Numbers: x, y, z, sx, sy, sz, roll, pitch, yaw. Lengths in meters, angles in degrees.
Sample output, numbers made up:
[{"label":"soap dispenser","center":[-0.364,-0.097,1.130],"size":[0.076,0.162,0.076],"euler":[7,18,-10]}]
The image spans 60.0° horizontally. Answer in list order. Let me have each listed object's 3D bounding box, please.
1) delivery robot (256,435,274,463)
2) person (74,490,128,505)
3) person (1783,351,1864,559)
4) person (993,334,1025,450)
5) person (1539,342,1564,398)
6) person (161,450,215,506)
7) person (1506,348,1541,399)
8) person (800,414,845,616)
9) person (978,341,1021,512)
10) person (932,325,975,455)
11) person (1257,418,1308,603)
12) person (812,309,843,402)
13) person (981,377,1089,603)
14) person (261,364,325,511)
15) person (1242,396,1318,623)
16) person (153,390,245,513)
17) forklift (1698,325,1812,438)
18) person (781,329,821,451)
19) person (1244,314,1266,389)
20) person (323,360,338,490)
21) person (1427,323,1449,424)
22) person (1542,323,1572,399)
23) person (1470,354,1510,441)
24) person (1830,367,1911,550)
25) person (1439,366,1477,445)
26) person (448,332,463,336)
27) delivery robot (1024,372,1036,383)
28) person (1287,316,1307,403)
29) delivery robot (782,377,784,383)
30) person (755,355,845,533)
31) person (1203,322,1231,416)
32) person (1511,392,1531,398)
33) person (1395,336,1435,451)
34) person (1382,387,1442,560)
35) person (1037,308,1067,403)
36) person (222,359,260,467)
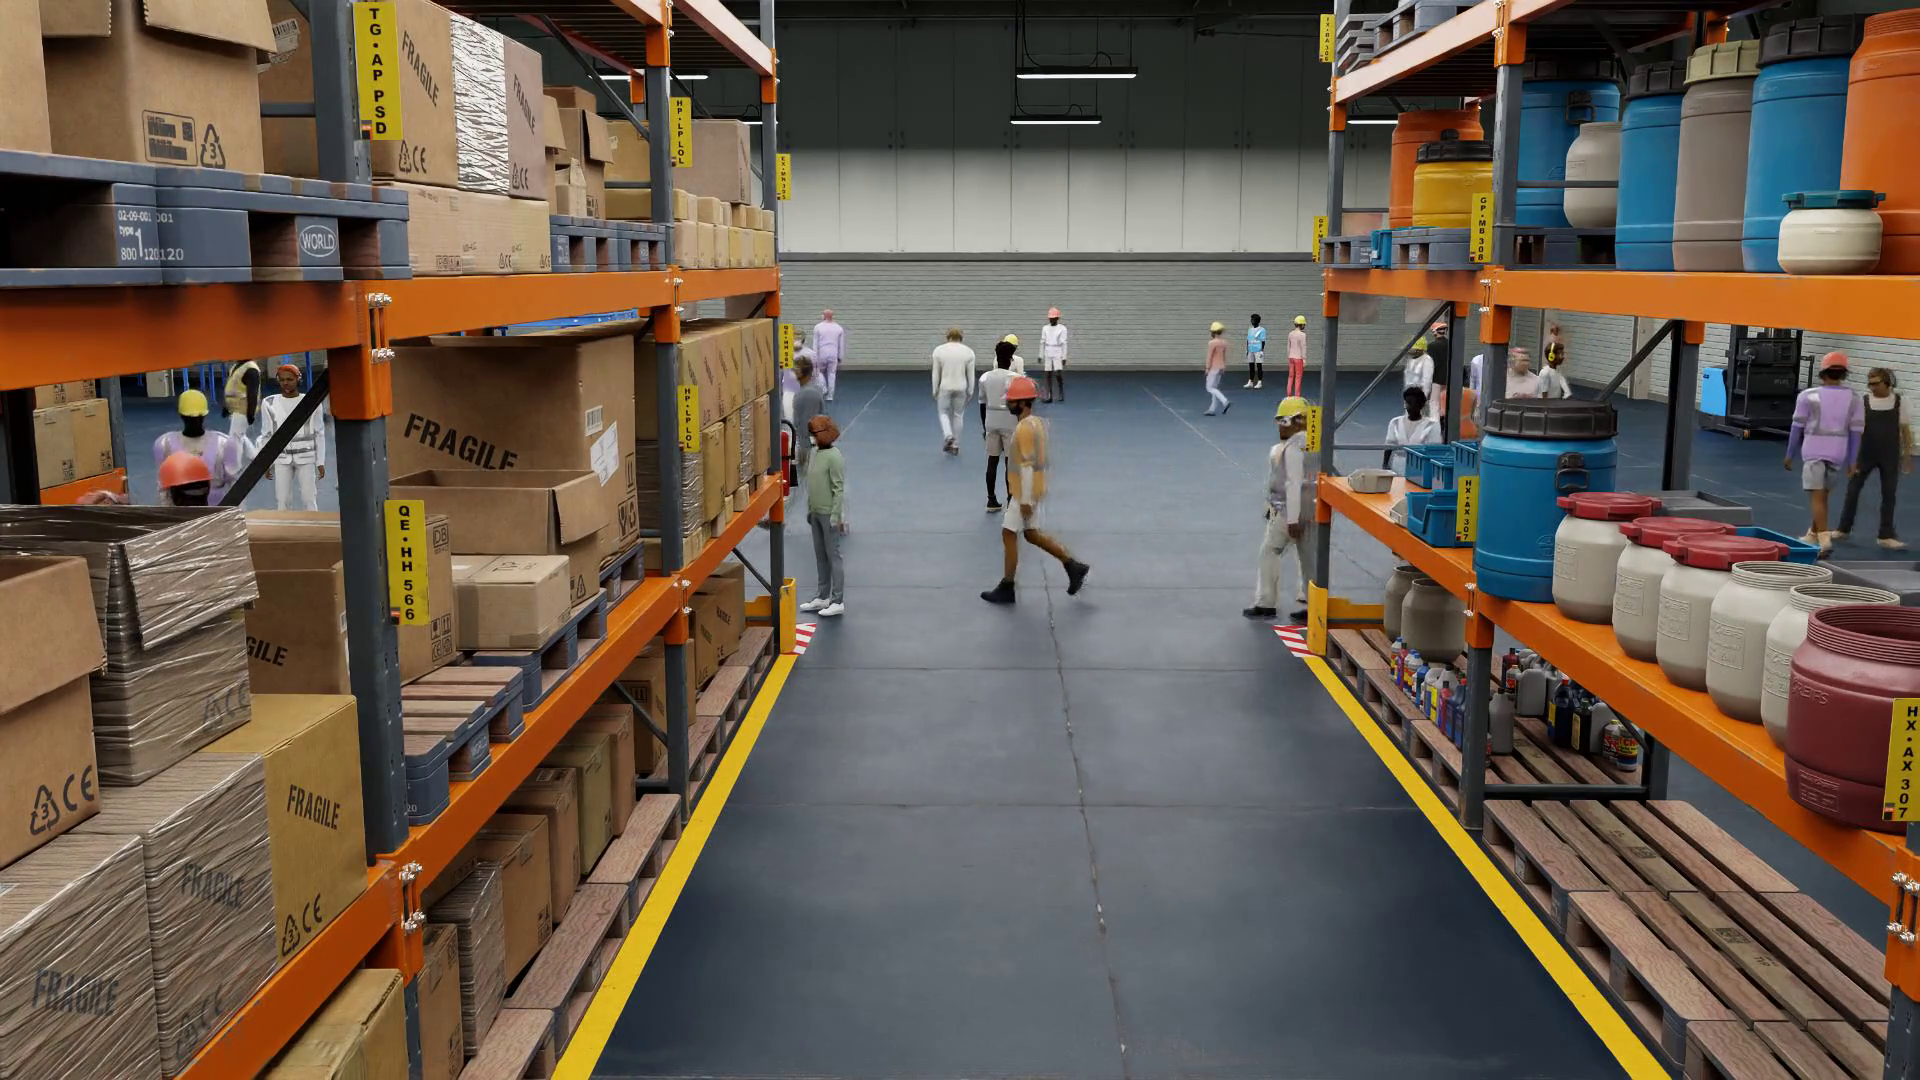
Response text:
[{"label":"delivery robot","center":[-9.663,-1.327,23.286],"size":[0.477,0.478,0.707],"euler":[-3,10,-20]},{"label":"person","center":[-3.654,0.693,7.455],"size":[0.783,1.838,0.994],"euler":[-1,10,-7]},{"label":"person","center":[8.426,-0.835,16.178],"size":[0.608,2.009,1.013],"euler":[1,10,4]},{"label":"person","center":[0.759,-2.238,25.279],"size":[0.533,1.765,0.330],"euler":[5,11,30]},{"label":"person","center":[7.296,-1.503,20.556],"size":[0.329,1.874,0.508],"euler":[5,11,28]},{"label":"person","center":[-3.814,0.501,8.400],"size":[0.569,1.919,0.413],"euler":[-8,12,-40]},{"label":"person","center":[6.539,-1.342,19.664],"size":[0.649,1.861,1.006],"euler":[0,9,-1]},{"label":"person","center":[-1.107,-0.211,13.526],"size":[0.288,1.633,0.497],"euler":[-6,11,-31]},{"label":"person","center":[0.499,-1.294,19.033],"size":[0.603,1.962,0.368],"euler":[6,11,34]},{"label":"person","center":[-0.090,-2.226,24.712],"size":[0.656,1.928,0.454],"euler":[-1,10,-7]},{"label":"person","center":[2.773,-0.232,13.734],"size":[0.680,1.608,0.566],"euler":[-7,12,-37]},{"label":"person","center":[-2.729,-3.791,34.188],"size":[0.683,1.893,0.432],"euler":[-4,10,-24]},{"label":"person","center":[0.634,-0.419,13.969],"size":[0.845,1.911,0.551],"euler":[2,10,10]},{"label":"person","center":[-6.420,-0.754,16.034],"size":[0.576,1.883,0.354],"euler":[-2,10,-13]},{"label":"person","center":[2.583,-0.237,13.210],"size":[0.770,1.788,0.602],"euler":[5,11,28]},{"label":"person","center":[-5.828,-0.200,12.775],"size":[0.605,1.905,0.844],"euler":[-5,11,-27]},{"label":"forklift","center":[13.248,-3.165,27.620],"size":[1.129,2.768,1.873],"euler":[0,9,1]},{"label":"person","center":[-2.308,-2.053,23.747],"size":[0.649,1.894,0.972],"euler":[-2,10,-12]},{"label":"person","center":[6.703,-4.285,37.753],"size":[0.320,1.692,0.531],"euler":[-7,12,-37]},{"label":"person","center":[-7.764,-1.669,21.193],"size":[0.676,2.001,0.797],"euler":[1,10,8]},{"label":"person","center":[7.474,-2.467,25.990],"size":[0.611,1.985,0.393],"euler":[-5,11,-30]},{"label":"person","center":[12.366,-3.706,34.597],"size":[0.523,1.607,0.872],"euler":[-7,12,-38]},{"label":"person","center":[7.256,-1.904,22.754],"size":[0.551,1.936,0.357],"euler":[8,12,39]},{"label":"person","center":[9.169,-0.832,16.706],"size":[0.795,1.819,0.433],"euler":[5,11,26]},{"label":"person","center":[5.805,-1.230,19.516],"size":[0.533,1.677,0.369],"euler":[-3,10,-19]},{"label":"person","center":[-13.221,-5.428,43.686],"size":[0.537,2.000,0.682],"euler":[7,12,38]},{"label":"delivery robot","center":[1.334,-3.417,35.024],"size":[0.335,0.223,0.698],"euler":[7,12,34]},{"label":"person","center":[6.912,-3.694,33.994],"size":[0.326,1.767,0.533],"euler":[-5,11,-27]},{"label":"delivery robot","center":[-3.521,-3.432,35.893],"size":[0.707,0.478,0.477],"euler":[9,13,43]},{"label":"person","center":[-1.665,-0.982,17.386],"size":[1.003,1.882,0.651],"euler":[-3,10,-16]},{"label":"person","center":[4.781,-3.169,30.863],"size":[0.578,1.750,0.539],"euler":[8,12,39]},{"label":"person","center":[5.311,-0.579,15.733],"size":[0.535,1.623,0.455],"euler":[0,9,-1]},{"label":"person","center":[6.689,-2.119,24.498],"size":[0.404,1.793,0.814],"euler":[-2,10,-12]},{"label":"person","center":[4.323,-0.641,16.039],"size":[0.546,1.647,0.870],"euler":[9,13,42]},{"label":"person","center":[1.881,-3.761,33.900],"size":[0.566,1.932,0.414],"euler":[6,11,31]},{"label":"person","center":[-9.585,-1.715,22.058],"size":[0.619,1.797,0.719],"euler":[-6,11,-33]}]
